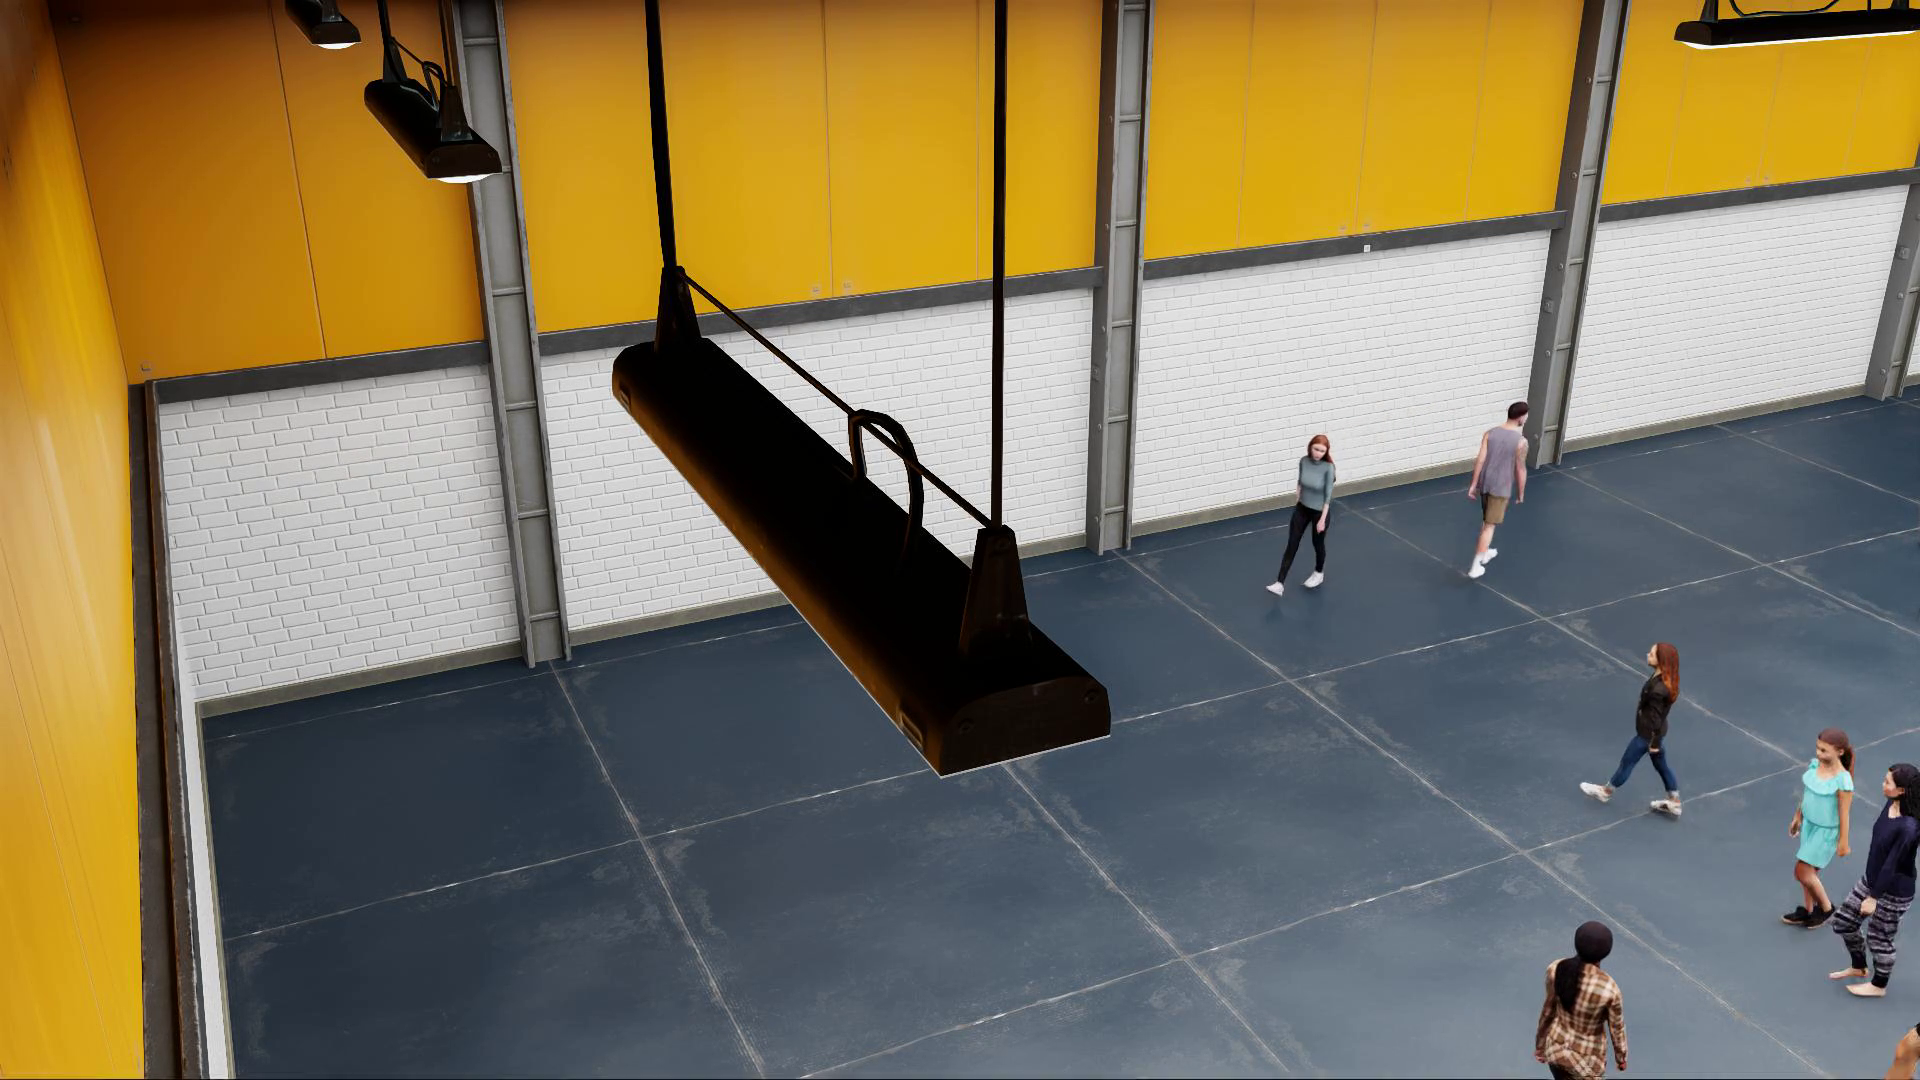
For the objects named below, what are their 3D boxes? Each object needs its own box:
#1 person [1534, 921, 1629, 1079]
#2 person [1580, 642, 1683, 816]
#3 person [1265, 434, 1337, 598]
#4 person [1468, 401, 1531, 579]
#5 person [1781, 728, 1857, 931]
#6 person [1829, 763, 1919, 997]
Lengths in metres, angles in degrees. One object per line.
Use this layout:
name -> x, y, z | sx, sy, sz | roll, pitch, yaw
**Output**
person -> 3.340, 2.901, 9.141 | 0.890, 1.776, 0.702 | -18, 29, -35
person -> 5.401, 1.486, 12.796 | 0.974, 1.440, 1.005 | 14, 27, 28
person -> 3.543, -0.254, 16.463 | 1.193, 1.693, 0.869 | -19, 30, -37
person -> 5.315, -0.487, 16.661 | 0.821, 1.799, 1.010 | 17, 29, 34
person -> 6.026, 1.990, 11.517 | 0.690, 1.542, 0.651 | -2, 24, -5
person -> 6.082, 2.228, 10.752 | 0.797, 1.719, 0.759 | 2, 24, 5
